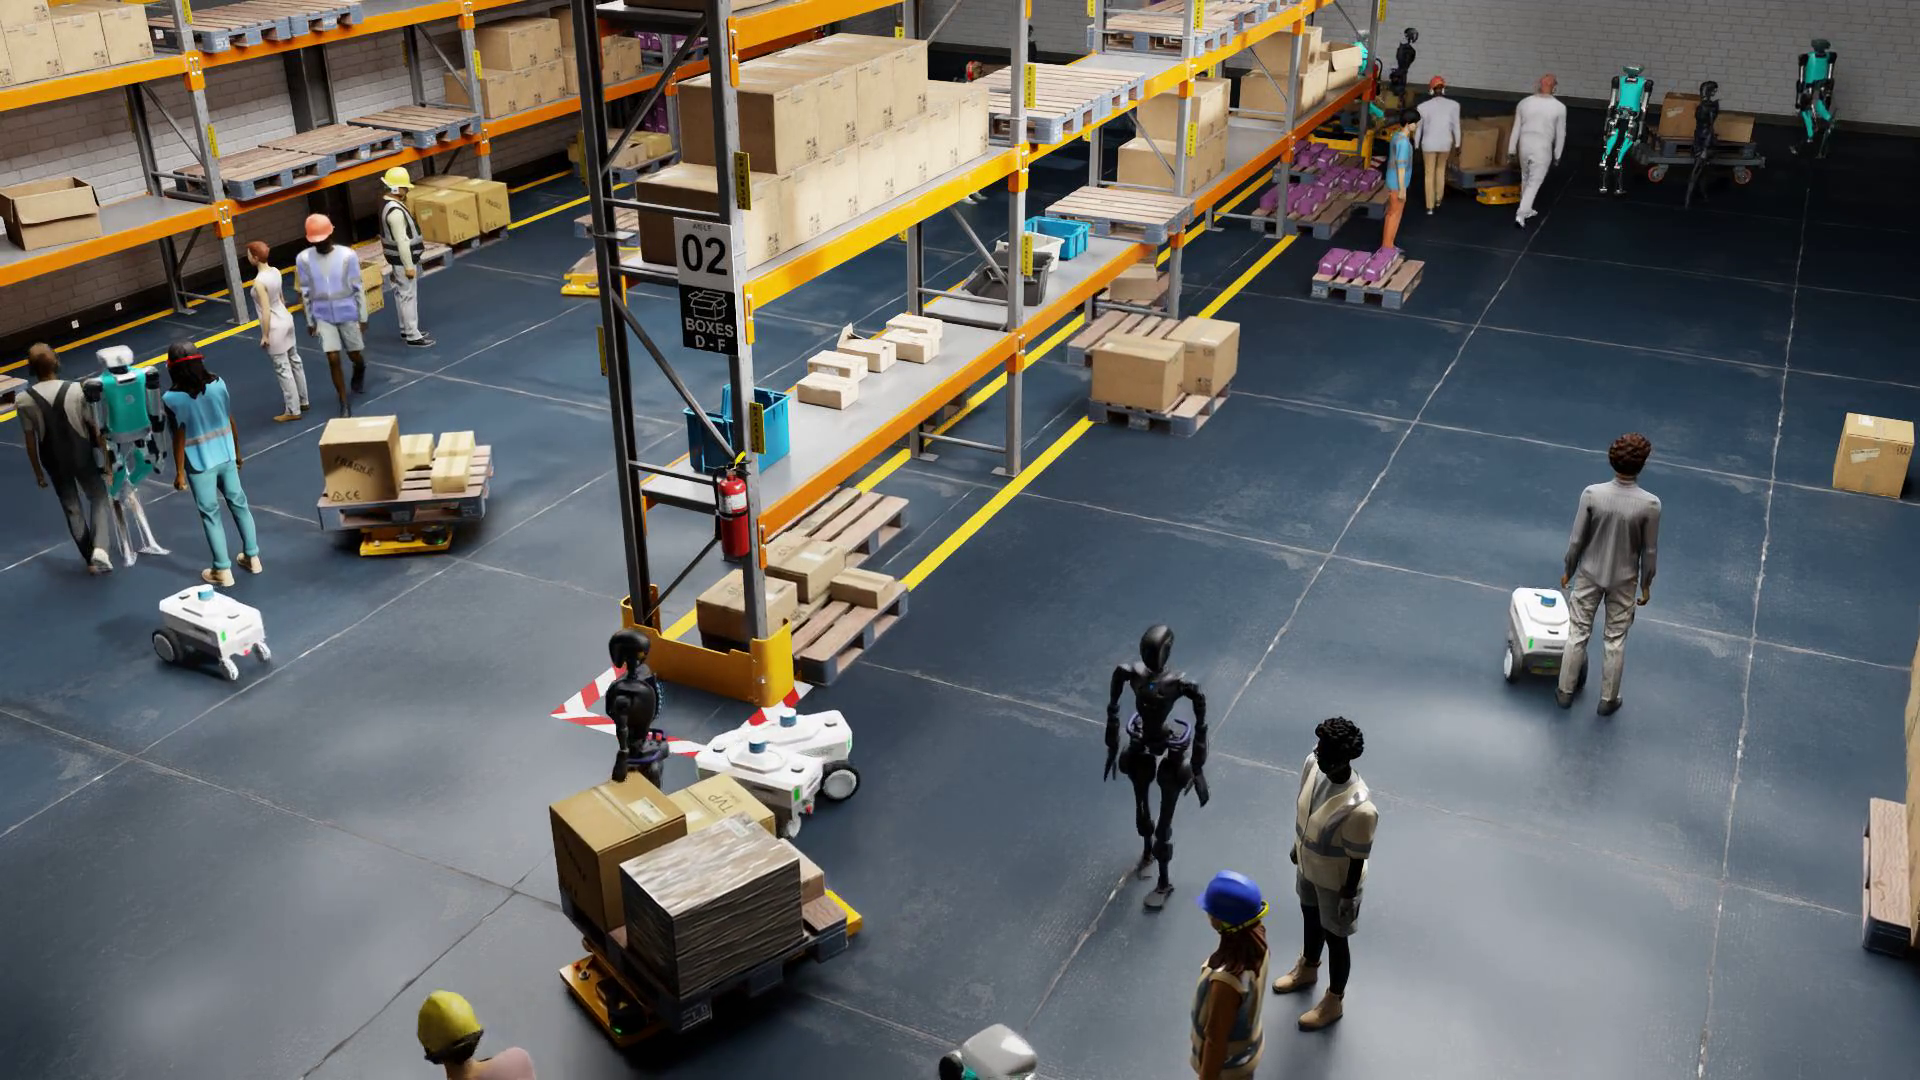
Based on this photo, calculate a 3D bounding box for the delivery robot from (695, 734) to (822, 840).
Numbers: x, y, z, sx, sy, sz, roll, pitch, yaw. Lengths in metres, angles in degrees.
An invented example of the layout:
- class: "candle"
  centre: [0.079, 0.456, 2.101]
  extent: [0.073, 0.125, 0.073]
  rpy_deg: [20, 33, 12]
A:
- class: "delivery robot"
  centre: [-1.192, 1.401, 9.649]
  extent: [0.785, 0.614, 0.504]
  rpy_deg: [11, 28, 21]

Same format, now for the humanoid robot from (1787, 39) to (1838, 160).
- class: "humanoid robot"
  centre: [12.205, -6.156, 23.614]
  extent: [0.564, 1.752, 1.063]
  rpy_deg: [-2, 26, -4]

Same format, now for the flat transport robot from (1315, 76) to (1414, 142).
- class: "flat transport robot"
  centre: [6.272, -6.356, 25.618]
  extent: [1.431, 0.231, 0.659]
  rpy_deg: [21, 33, 36]

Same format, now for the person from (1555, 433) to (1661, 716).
- class: "person"
  centre: [4.077, 0.232, 10.473]
  extent: [0.542, 1.898, 0.377]
  rpy_deg: [12, 29, 23]

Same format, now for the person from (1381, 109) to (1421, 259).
- class: "person"
  centre: [5.173, -4.184, 19.552]
  extent: [0.344, 1.758, 0.504]
  rpy_deg: [3, 27, 6]

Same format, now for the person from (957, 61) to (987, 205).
- class: "person"
  centre: [0.129, -5.350, 21.822]
  extent: [0.397, 1.840, 0.563]
  rpy_deg: [12, 29, 23]

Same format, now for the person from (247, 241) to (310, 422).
- class: "person"
  centre: [-6.182, -1.885, 15.012]
  extent: [0.289, 1.661, 0.446]
  rpy_deg: [1, 26, 3]

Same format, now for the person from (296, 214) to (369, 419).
- class: "person"
  centre: [-5.671, -2.074, 15.139]
  extent: [0.547, 1.901, 0.743]
  rpy_deg: [-6, 27, -13]

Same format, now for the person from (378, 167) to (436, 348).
- class: "person"
  centre: [-5.605, -2.853, 16.792]
  extent: [0.404, 1.818, 0.599]
  rpy_deg: [-13, 29, -24]

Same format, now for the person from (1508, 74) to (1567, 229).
- class: "person"
  centre: [7.191, -4.870, 20.819]
  extent: [0.894, 1.864, 0.644]
  rpy_deg: [-23, 34, -38]

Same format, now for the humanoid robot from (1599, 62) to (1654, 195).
- class: "humanoid robot"
  centre: [8.633, -5.353, 21.786]
  extent: [0.533, 1.677, 0.735]
  rpy_deg: [19, 32, 33]

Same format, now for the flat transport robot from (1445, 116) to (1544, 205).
- class: "flat transport robot"
  centre: [7.075, -4.800, 22.474]
  extent: [0.659, 0.231, 1.431]
  rpy_deg: [-6, 27, -12]

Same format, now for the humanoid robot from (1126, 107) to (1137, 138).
- class: "humanoid robot"
  centre: [2.470, -5.737, 22.796]
  extent: [0.596, 1.642, 0.537]
  rpy_deg: [21, 33, 35]

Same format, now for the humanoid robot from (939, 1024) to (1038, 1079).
- class: "humanoid robot"
  centre: [-0.063, 2.592, 5.881]
  extent: [0.530, 1.715, 1.050]
  rpy_deg: [22, 34, 38]

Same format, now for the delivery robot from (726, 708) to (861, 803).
- class: "delivery robot"
  centre: [-0.993, 1.279, 9.891]
  extent: [0.814, 0.611, 0.499]
  rpy_deg: [-10, 28, -19]

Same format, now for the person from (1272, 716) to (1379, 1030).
- class: "person"
  centre: [1.765, 1.577, 7.990]
  extent: [0.319, 1.693, 0.531]
  rpy_deg: [-9, 28, -18]

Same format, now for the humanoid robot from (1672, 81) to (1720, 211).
- class: "humanoid robot"
  centre: [9.658, -5.116, 21.560]
  extent: [0.567, 1.629, 0.610]
  rpy_deg: [4, 27, 7]

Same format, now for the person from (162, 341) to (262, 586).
- class: "person"
  centre: [-5.456, -0.552, 12.095]
  extent: [0.393, 1.866, 0.528]
  rpy_deg: [18, 32, 32]

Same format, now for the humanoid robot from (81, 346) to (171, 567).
- class: "humanoid robot"
  centre: [-6.250, -0.654, 12.430]
  extent: [0.738, 1.753, 0.540]
  rpy_deg: [22, 34, 38]

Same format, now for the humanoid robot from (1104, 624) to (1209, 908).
- class: "humanoid robot"
  centre: [1.053, 1.164, 8.853]
  extent: [0.602, 1.638, 0.585]
  rpy_deg: [12, 29, 22]

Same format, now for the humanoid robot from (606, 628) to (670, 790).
- class: "humanoid robot"
  centre: [-1.689, 1.215, 8.747]
  extent: [0.397, 1.636, 0.597]
  rpy_deg: [1, 26, 2]

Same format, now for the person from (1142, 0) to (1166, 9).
- class: "person"
  centre: [3.242, -8.942, 29.013]
  extent: [0.934, 1.887, 0.538]
  rpy_deg: [17, 31, 30]

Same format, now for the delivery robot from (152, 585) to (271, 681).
- class: "delivery robot"
  centre: [-5.079, 0.586, 11.281]
  extent: [0.794, 0.603, 0.499]
  rpy_deg: [15, 30, 28]

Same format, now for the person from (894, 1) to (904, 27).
- class: "person"
  centre: [-1.003, -9.514, 30.237]
  extent: [0.369, 1.833, 0.505]
  rpy_deg: [15, 30, 27]

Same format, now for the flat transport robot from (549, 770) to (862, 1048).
- class: "flat transport robot"
  centre: [-1.272, 2.074, 8.588]
  extent: [1.431, 0.231, 0.659]
  rpy_deg: [-20, 32, -34]

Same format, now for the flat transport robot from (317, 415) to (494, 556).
- class: "flat transport robot"
  centre: [-4.375, -0.274, 13.332]
  extent: [0.659, 0.231, 1.431]
  rpy_deg: [-4, 27, -9]

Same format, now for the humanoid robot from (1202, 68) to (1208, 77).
- class: "humanoid robot"
  centre: [3.589, -6.752, 24.772]
  extent: [0.719, 1.793, 0.535]
  rpy_deg: [-7, 27, -13]

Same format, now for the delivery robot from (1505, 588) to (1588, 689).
- class: "delivery robot"
  centre: [3.917, 0.645, 11.168]
  extent: [0.499, 0.608, 0.797]
  rpy_deg: [4, 27, 7]

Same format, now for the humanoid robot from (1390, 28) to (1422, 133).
- class: "humanoid robot"
  centre: [6.686, -6.958, 25.292]
  extent: [0.733, 1.626, 0.609]
  rpy_deg: [3, 27, 7]

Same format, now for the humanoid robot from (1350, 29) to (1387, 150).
- class: "humanoid robot"
  centre: [6.012, -6.488, 24.301]
  extent: [0.763, 1.846, 0.532]
  rpy_deg: [15, 30, 28]

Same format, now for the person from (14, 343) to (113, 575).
- class: "person"
  centre: [-6.482, -0.547, 12.124]
  extent: [0.529, 1.827, 0.495]
  rpy_deg: [-11, 28, -21]

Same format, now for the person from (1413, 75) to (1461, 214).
- class: "person"
  centre: [6.129, -5.121, 21.479]
  extent: [0.574, 1.719, 0.600]
  rpy_deg: [1, 26, 2]

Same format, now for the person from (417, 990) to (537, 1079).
- class: "person"
  centre: [-1.745, 2.430, 6.210]
  extent: [0.495, 1.749, 0.542]
  rpy_deg: [17, 31, 30]

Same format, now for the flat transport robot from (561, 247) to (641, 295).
- class: "flat transport robot"
  centre: [-4.023, -3.090, 19.019]
  extent: [0.659, 0.231, 1.431]
  rpy_deg: [3, 26, 6]

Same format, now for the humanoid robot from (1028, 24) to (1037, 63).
- class: "humanoid robot"
  centre: [1.109, -7.047, 25.458]
  extent: [0.699, 1.634, 0.615]
  rpy_deg: [-2, 26, -4]

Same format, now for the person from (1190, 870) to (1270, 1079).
- class: "person"
  centre: [1.074, 2.111, 6.826]
  extent: [0.324, 1.771, 0.473]
  rpy_deg: [12, 29, 22]
